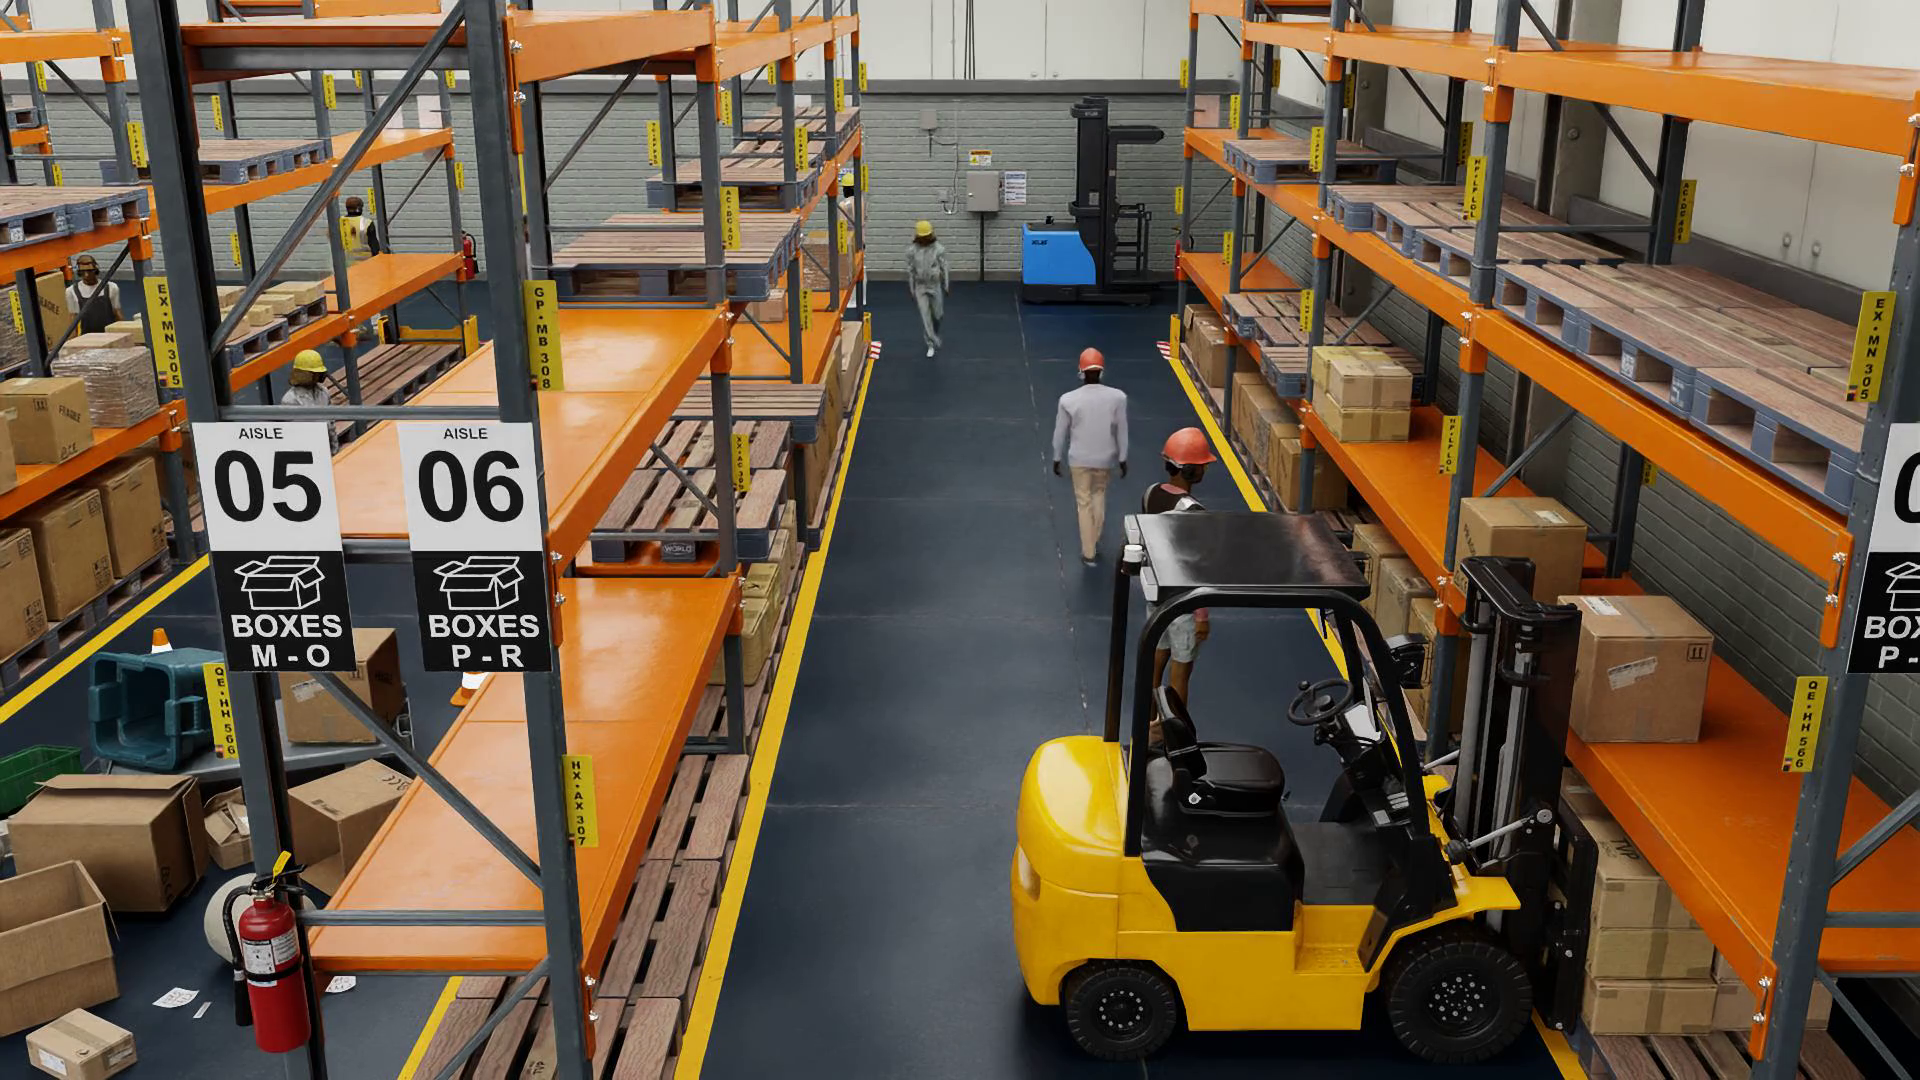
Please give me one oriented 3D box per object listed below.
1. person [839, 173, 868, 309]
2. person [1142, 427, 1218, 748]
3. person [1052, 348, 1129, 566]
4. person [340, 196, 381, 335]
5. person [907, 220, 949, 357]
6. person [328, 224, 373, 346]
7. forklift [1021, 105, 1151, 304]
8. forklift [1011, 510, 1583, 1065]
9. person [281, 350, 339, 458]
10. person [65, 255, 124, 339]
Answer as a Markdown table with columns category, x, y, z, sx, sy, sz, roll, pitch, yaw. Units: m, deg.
| category | x | y | z | sx | sy | sz | roll | pitch | yaw |
| --- | --- | --- | --- | --- | --- | --- | --- | --- | --- |
| person | -1.564 | -4.315 | 24.033 | 0.368 | 1.928 | 0.585 | 12 | 22 | 32 |
| person | 1.294 | 0.332 | 9.801 | 0.378 | 2.044 | 0.607 | -8 | 20 | -24 |
| person | 1.021 | -0.702 | 13.409 | 0.597 | 1.723 | 0.732 | -4 | 19 | -11 |
| person | -7.969 | -3.642 | 22.142 | 0.623 | 1.839 | 0.429 | 3 | 19 | 9 |
| person | -0.399 | -3.184 | 20.948 | 0.507 | 1.713 | 0.551 | 1 | 18 | 2 |
| person | -7.973 | -3.299 | 21.474 | 0.540 | 1.594 | 0.540 | -7 | 20 | -20 |
| forklift | 1.857 | -4.944 | 24.441 | 1.873 | 2.768 | 1.129 | 0 | 18 | 0 |
| forklift | 1.387 | 1.055 | 7.378 | 2.313 | 2.155 | 1.214 | 0 | 18 | 0 |
| person | -5.150 | -0.671 | 13.327 | 0.322 | 1.734 | 0.489 | 8 | 20 | 22 |
| person | -9.004 | -2.079 | 17.428 | 0.515 | 1.836 | 0.346 | -9 | 21 | -26 |
